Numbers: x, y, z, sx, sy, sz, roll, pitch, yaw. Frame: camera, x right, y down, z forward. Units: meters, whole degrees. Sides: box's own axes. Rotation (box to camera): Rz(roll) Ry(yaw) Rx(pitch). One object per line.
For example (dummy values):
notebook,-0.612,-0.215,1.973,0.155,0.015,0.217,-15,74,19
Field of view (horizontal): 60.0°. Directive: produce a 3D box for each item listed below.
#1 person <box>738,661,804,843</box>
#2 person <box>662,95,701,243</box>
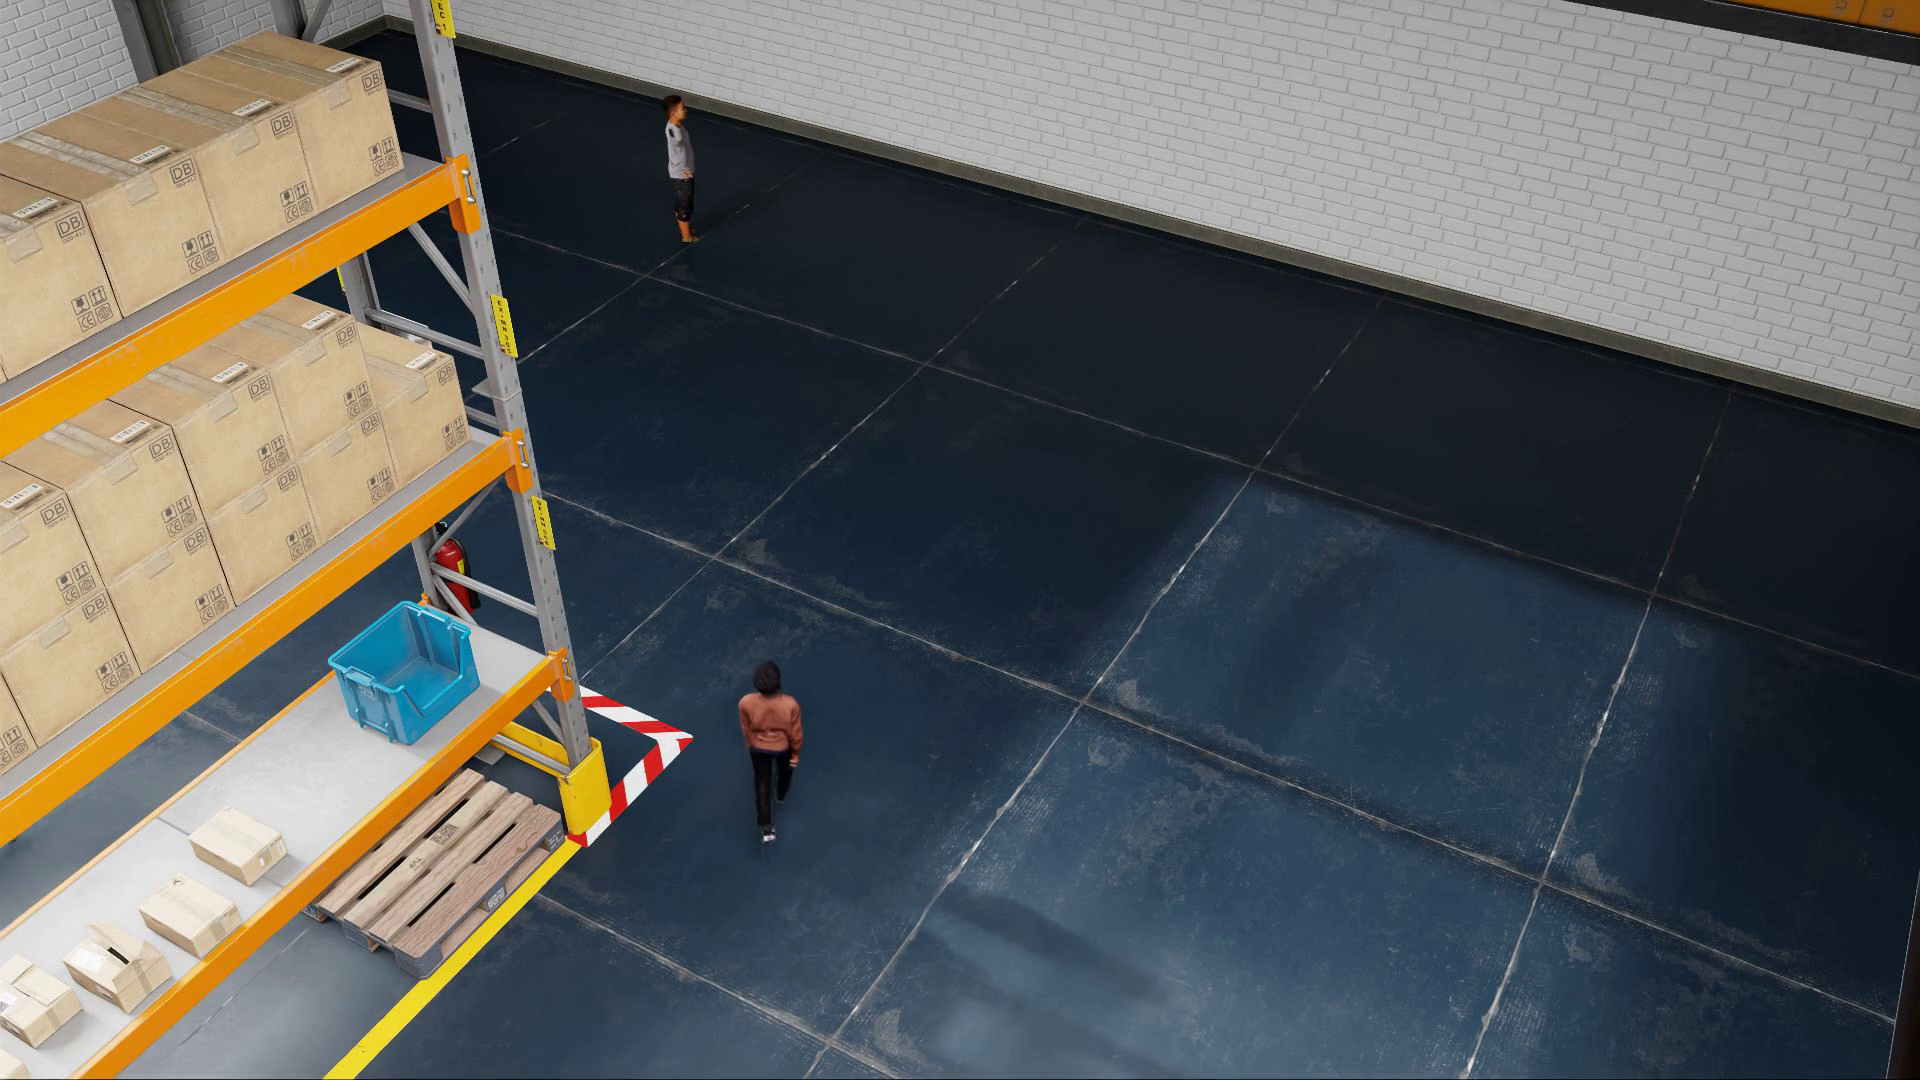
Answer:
person,-1.113,1.227,9.702,0.809,1.238,0.940,-3,39,-3
person,-2.594,-3.491,15.434,0.699,1.456,0.634,-9,39,-11
